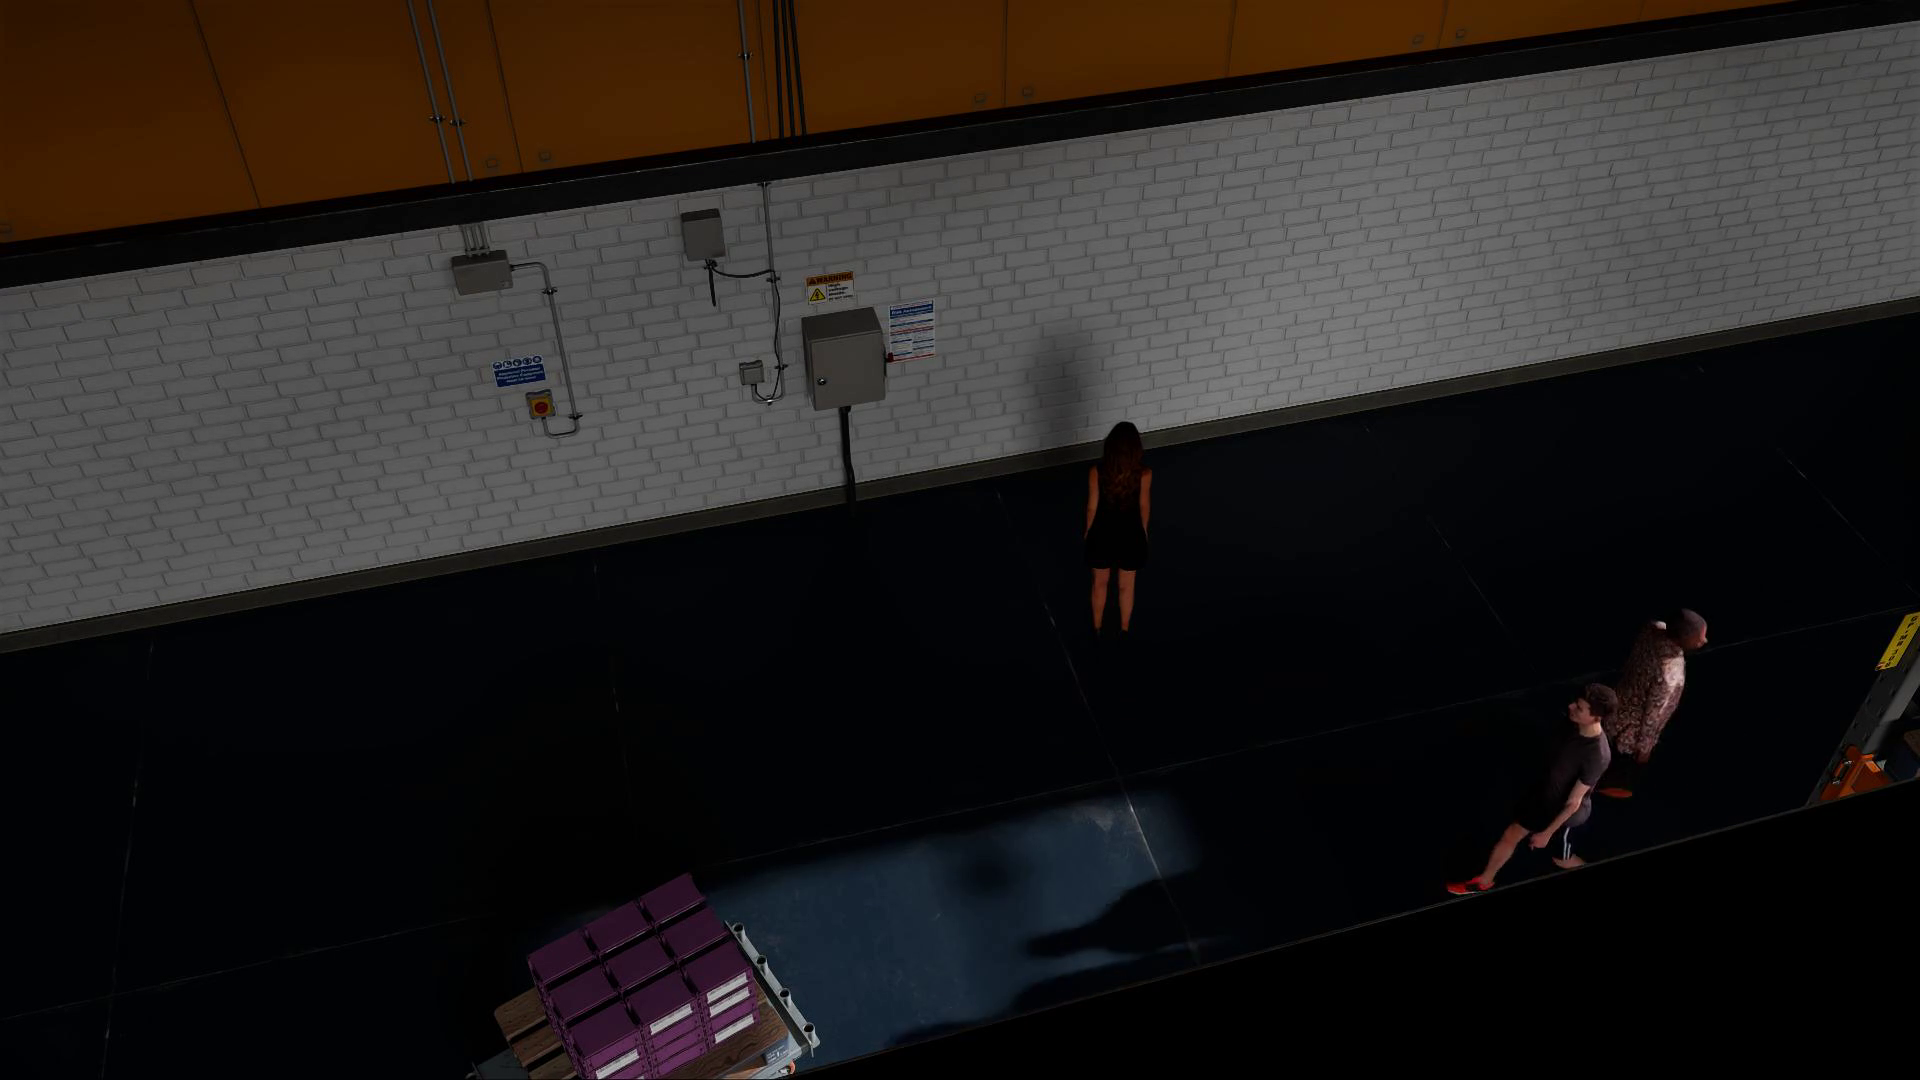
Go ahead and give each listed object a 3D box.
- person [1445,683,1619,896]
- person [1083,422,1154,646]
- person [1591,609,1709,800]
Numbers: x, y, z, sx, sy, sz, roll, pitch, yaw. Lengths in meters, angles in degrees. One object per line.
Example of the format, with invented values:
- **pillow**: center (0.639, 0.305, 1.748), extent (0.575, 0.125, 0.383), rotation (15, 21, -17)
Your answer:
- **person**: center (3.413, 1.488, 9.211), extent (0.866, 1.812, 1.155), rotation (-3, 44, -3)
- **person**: center (1.005, -0.020, 10.779), extent (0.649, 1.834, 0.635), rotation (3, 44, 3)
- **person**: center (3.857, 1.034, 9.705), extent (1.000, 1.787, 0.962), rotation (5, 44, 6)
